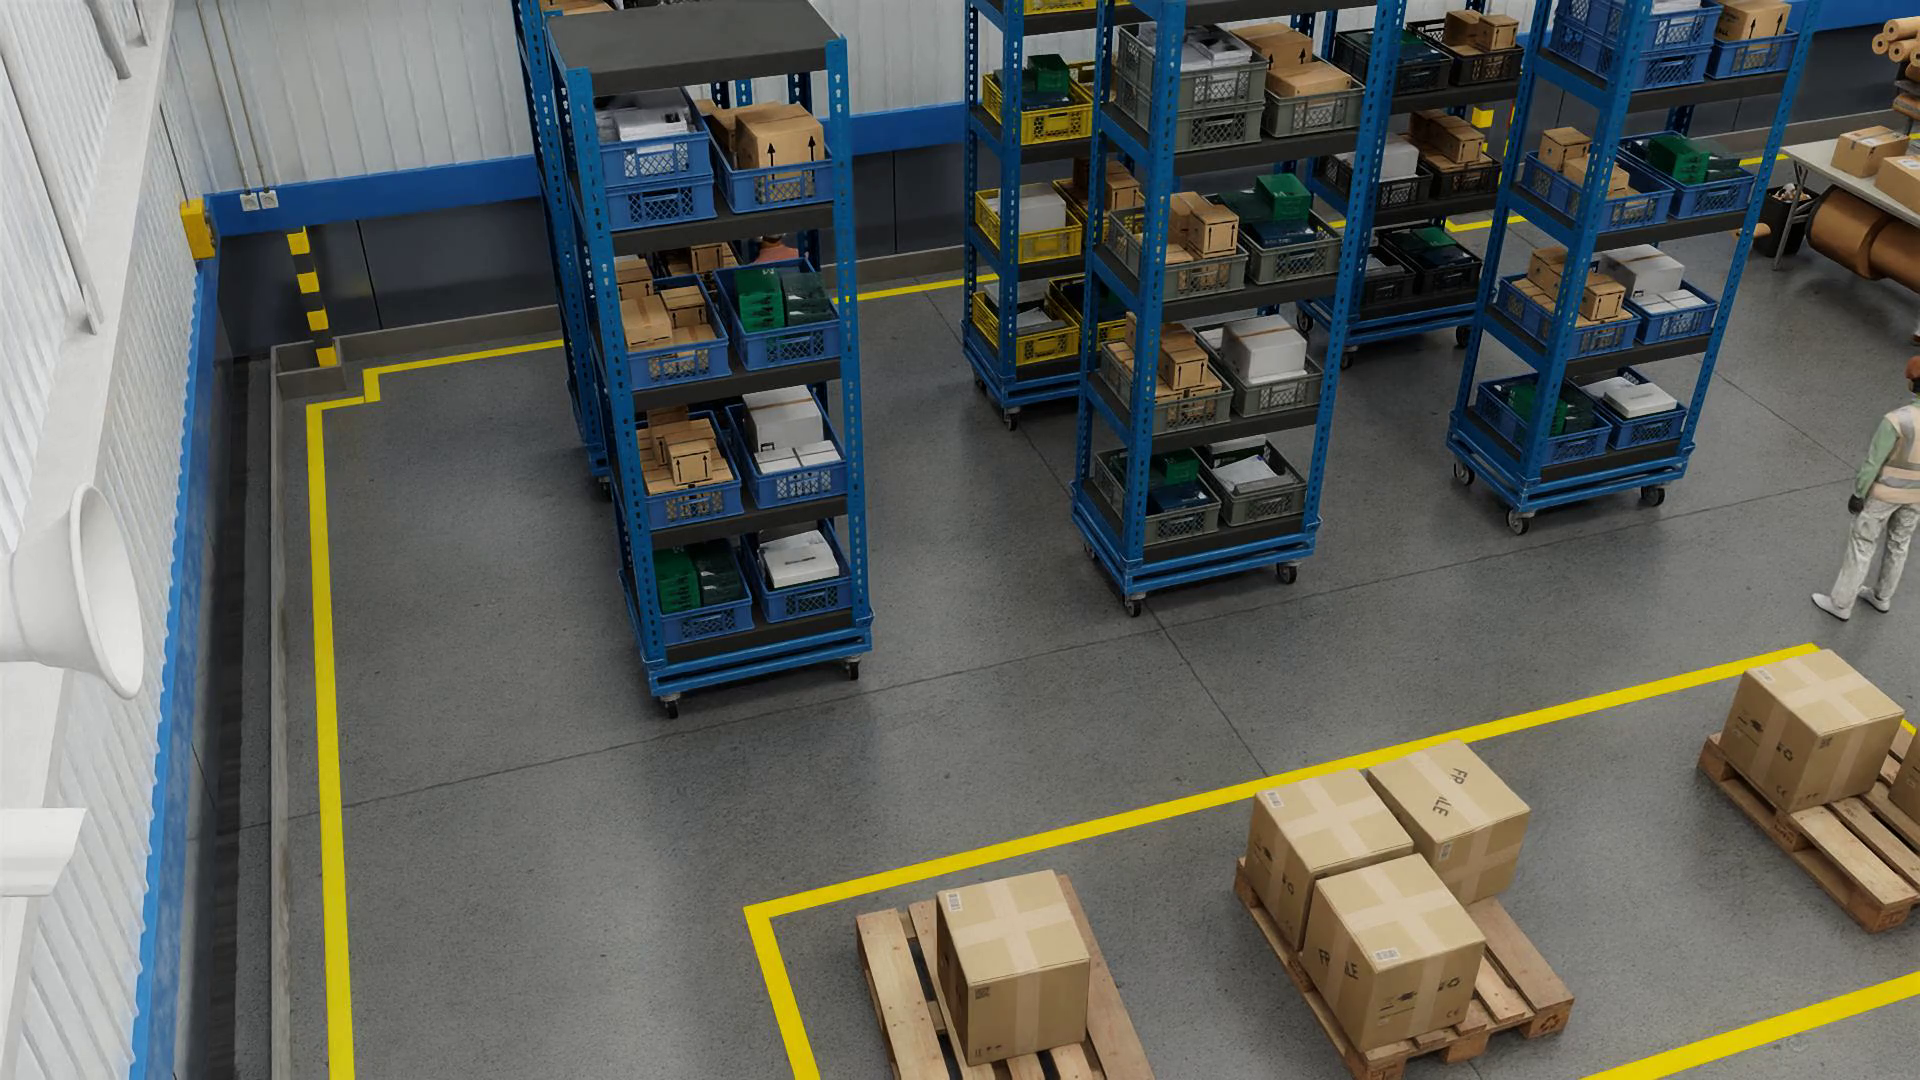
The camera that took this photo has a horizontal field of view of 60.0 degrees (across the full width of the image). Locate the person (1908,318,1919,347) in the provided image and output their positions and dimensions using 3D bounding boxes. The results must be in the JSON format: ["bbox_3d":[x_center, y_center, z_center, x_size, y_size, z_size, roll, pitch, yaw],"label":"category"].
[{"bbox_3d":[7.160,-2.133,11.633,0.375,1.930,0.629,4,35,5],"label":"person"}]

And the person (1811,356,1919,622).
[{"bbox_3d":[5.186,-0.276,9.253,0.521,1.633,0.317,-9,36,-13],"label":"person"}]

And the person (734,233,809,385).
[{"bbox_3d":[-1.120,-1.175,10.227,0.627,1.982,0.403,-28,44,-34],"label":"person"}]
